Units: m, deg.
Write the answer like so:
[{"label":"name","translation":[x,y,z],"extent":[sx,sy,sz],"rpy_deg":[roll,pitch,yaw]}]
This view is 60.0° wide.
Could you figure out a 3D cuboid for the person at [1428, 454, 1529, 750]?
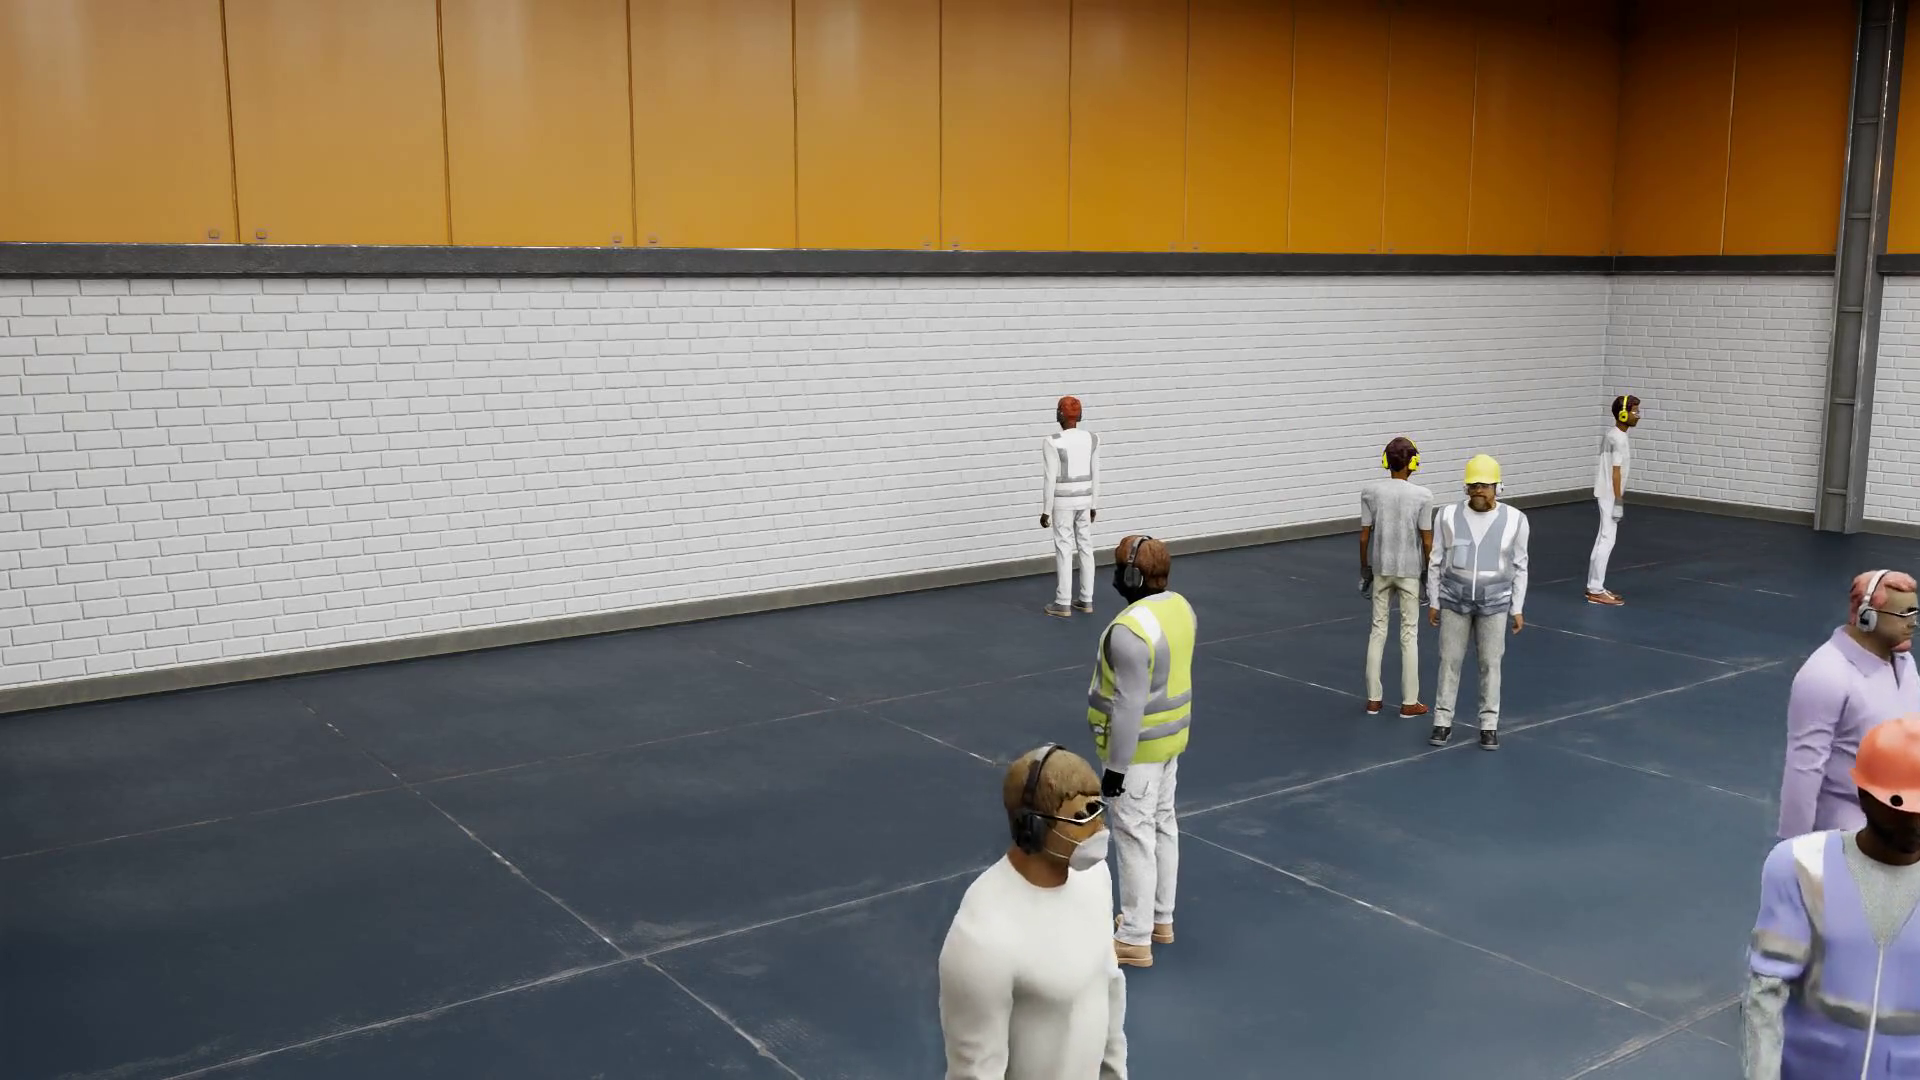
[{"label":"person","translation":[3.181,0.382,10.265],"extent":[0.587,1.835,0.404],"rpy_deg":[3,10,20]}]

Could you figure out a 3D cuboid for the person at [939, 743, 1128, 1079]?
[{"label":"person","translation":[0.128,1.379,3.938],"extent":[0.965,1.905,0.643],"rpy_deg":[5,10,27]}]

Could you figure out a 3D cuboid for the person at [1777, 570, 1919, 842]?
[{"label":"person","translation":[3.396,1.038,6.106],"extent":[0.658,1.860,0.954],"rpy_deg":[-8,12,-39]}]

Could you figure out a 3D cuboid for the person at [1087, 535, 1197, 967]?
[{"label":"person","translation":[0.762,0.888,7.120],"extent":[0.429,1.842,0.633],"rpy_deg":[5,10,28]}]

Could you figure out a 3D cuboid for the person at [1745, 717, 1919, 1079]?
[{"label":"person","translation":[2.274,1.347,4.203],"extent":[0.552,1.884,1.022],"rpy_deg":[4,10,22]}]

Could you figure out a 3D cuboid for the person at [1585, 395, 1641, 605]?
[{"label":"person","translation":[5.805,-0.358,14.771],"extent":[0.354,1.863,0.515],"rpy_deg":[3,10,16]}]

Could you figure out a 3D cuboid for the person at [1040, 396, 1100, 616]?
[{"label":"person","translation":[0.940,-0.289,14.252],"extent":[0.575,1.883,0.362],"rpy_deg":[-5,11,-31]}]

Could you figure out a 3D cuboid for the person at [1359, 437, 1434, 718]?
[{"label":"person","translation":[2.896,0.246,11.015],"extent":[0.508,1.865,0.329],"rpy_deg":[5,11,30]}]
